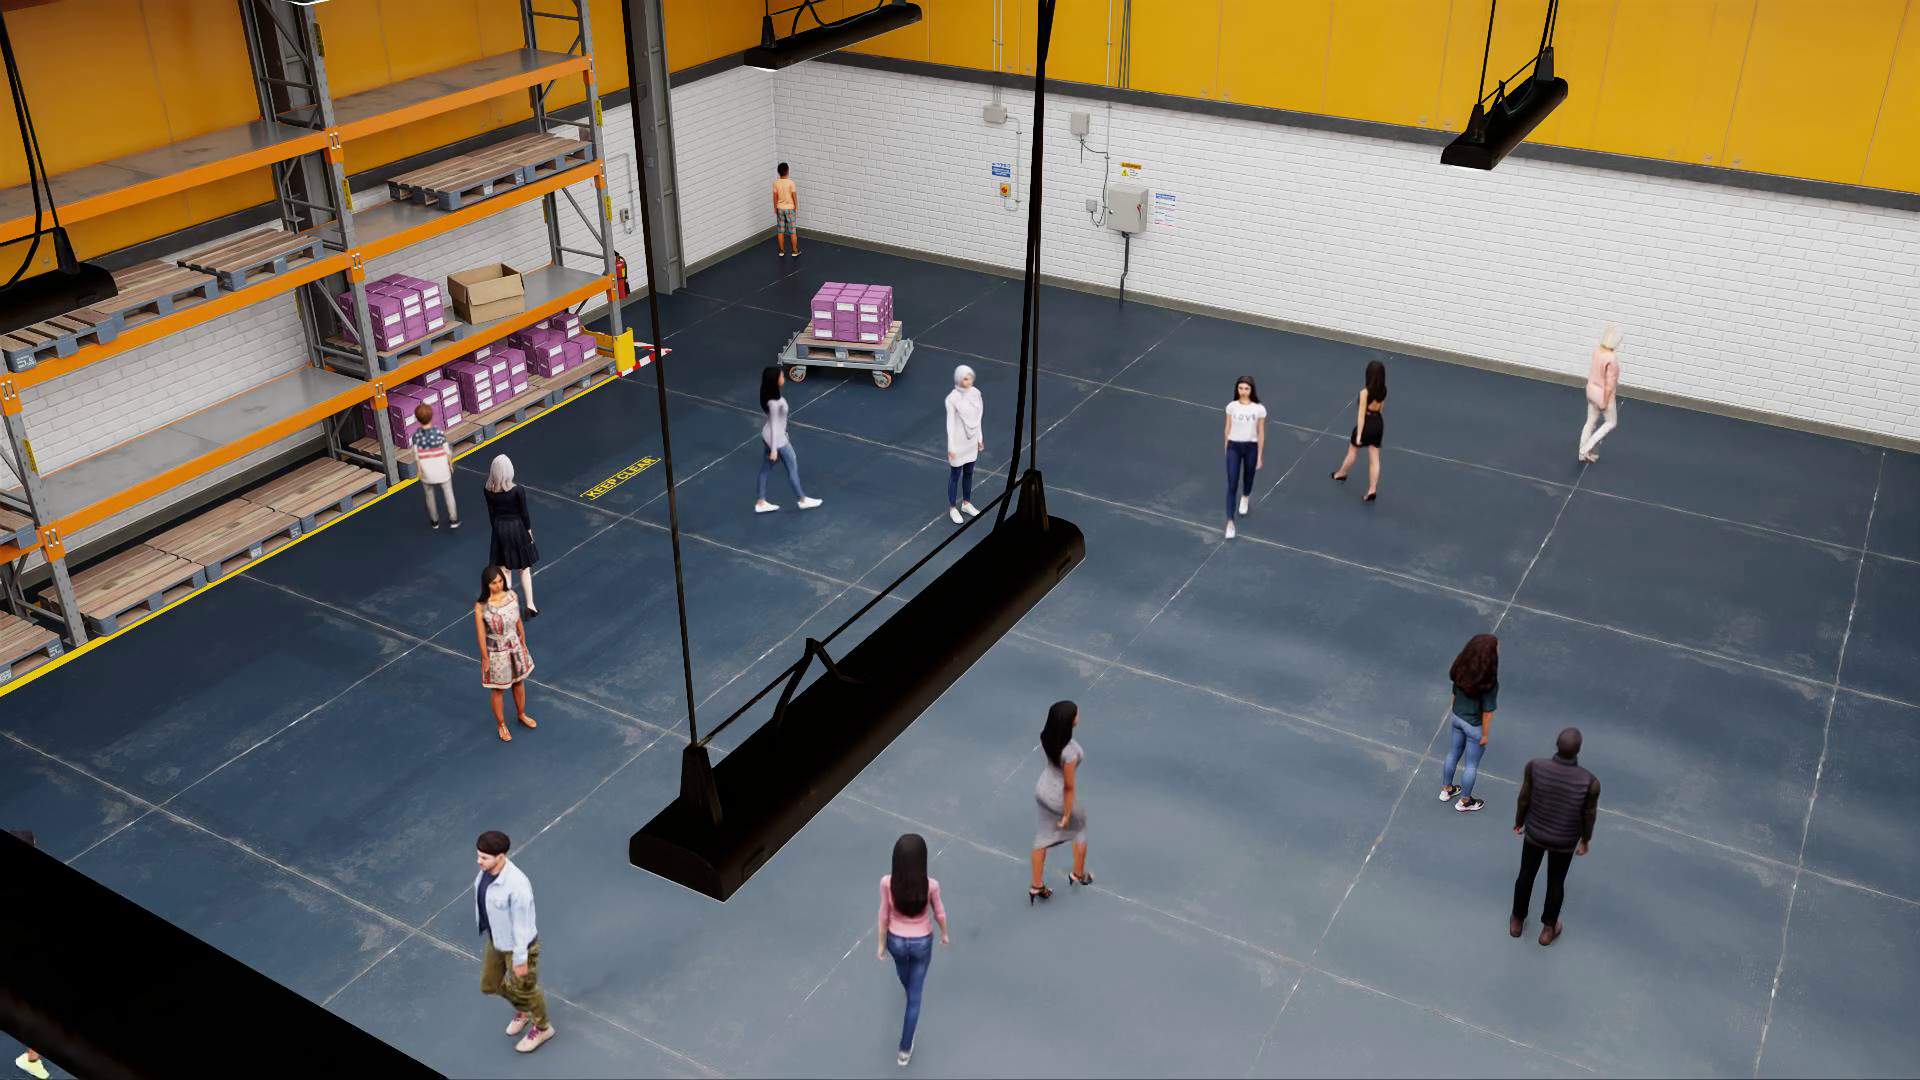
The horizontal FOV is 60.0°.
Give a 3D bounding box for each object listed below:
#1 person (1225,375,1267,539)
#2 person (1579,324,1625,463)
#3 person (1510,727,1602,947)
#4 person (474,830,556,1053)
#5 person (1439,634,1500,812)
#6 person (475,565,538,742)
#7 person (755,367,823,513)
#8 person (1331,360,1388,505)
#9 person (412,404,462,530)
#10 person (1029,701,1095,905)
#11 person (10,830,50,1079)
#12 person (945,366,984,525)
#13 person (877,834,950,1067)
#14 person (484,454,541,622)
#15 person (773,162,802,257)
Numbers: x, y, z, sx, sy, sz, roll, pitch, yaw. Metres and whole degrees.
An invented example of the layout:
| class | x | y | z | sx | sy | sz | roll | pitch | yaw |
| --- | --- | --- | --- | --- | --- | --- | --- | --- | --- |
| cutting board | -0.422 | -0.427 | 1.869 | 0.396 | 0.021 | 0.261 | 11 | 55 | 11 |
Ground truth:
| class | x | y | z | sx | sy | sz | roll | pitch | yaw |
| --- | --- | --- | --- | --- | --- | --- | --- | --- | --- |
| person | 3.057 | -0.951 | 17.875 | 0.843 | 1.743 | 1.198 | 5 | 29 | 10 |
| person | 7.336 | -1.677 | 19.235 | 0.793 | 1.715 | 0.735 | -8 | 30 | -15 |
| person | 4.301 | 2.141 | 12.110 | 0.682 | 1.835 | 0.540 | 15 | 32 | 26 |
| person | -2.936 | 2.664 | 11.193 | 0.748 | 1.796 | 0.717 | 24 | 37 | 36 |
| person | 4.167 | 1.473 | 13.565 | 0.738 | 1.616 | 0.703 | -14 | 32 | -25 |
| person | -3.981 | 0.949 | 14.494 | 0.760 | 1.645 | 0.560 | 25 | 38 | 38 |
| person | -2.113 | -1.056 | 18.102 | 1.065 | 1.710 | 0.999 | -8 | 30 | -15 |
| person | 4.577 | -1.152 | 18.379 | 1.001 | 1.613 | 0.968 | -14 | 31 | -23 |
| person | -5.662 | -0.798 | 17.911 | 0.620 | 1.440 | 0.681 | -8 | 30 | -14 |
| person | 0.651 | 1.998 | 12.452 | 0.894 | 1.759 | 0.749 | -21 | 35 | -33 |
| person | -6.154 | 2.769 | 11.082 | 0.867 | 1.717 | 1.158 | 5 | 29 | 9 |
| person | 0.033 | -1.058 | 18.036 | 0.597 | 1.776 | 0.740 | -20 | 34 | -32 |
| person | -0.346 | 2.756 | 11.116 | 0.909 | 1.708 | 1.170 | 3 | 29 | 5 |
| person | -4.359 | -0.023 | 16.175 | 0.702 | 1.742 | 0.702 | 3 | 29 | 5 |
| person | -2.712 | -5.142 | 25.854 | 0.590 | 1.461 | 0.591 | 4 | 29 | 7 |
